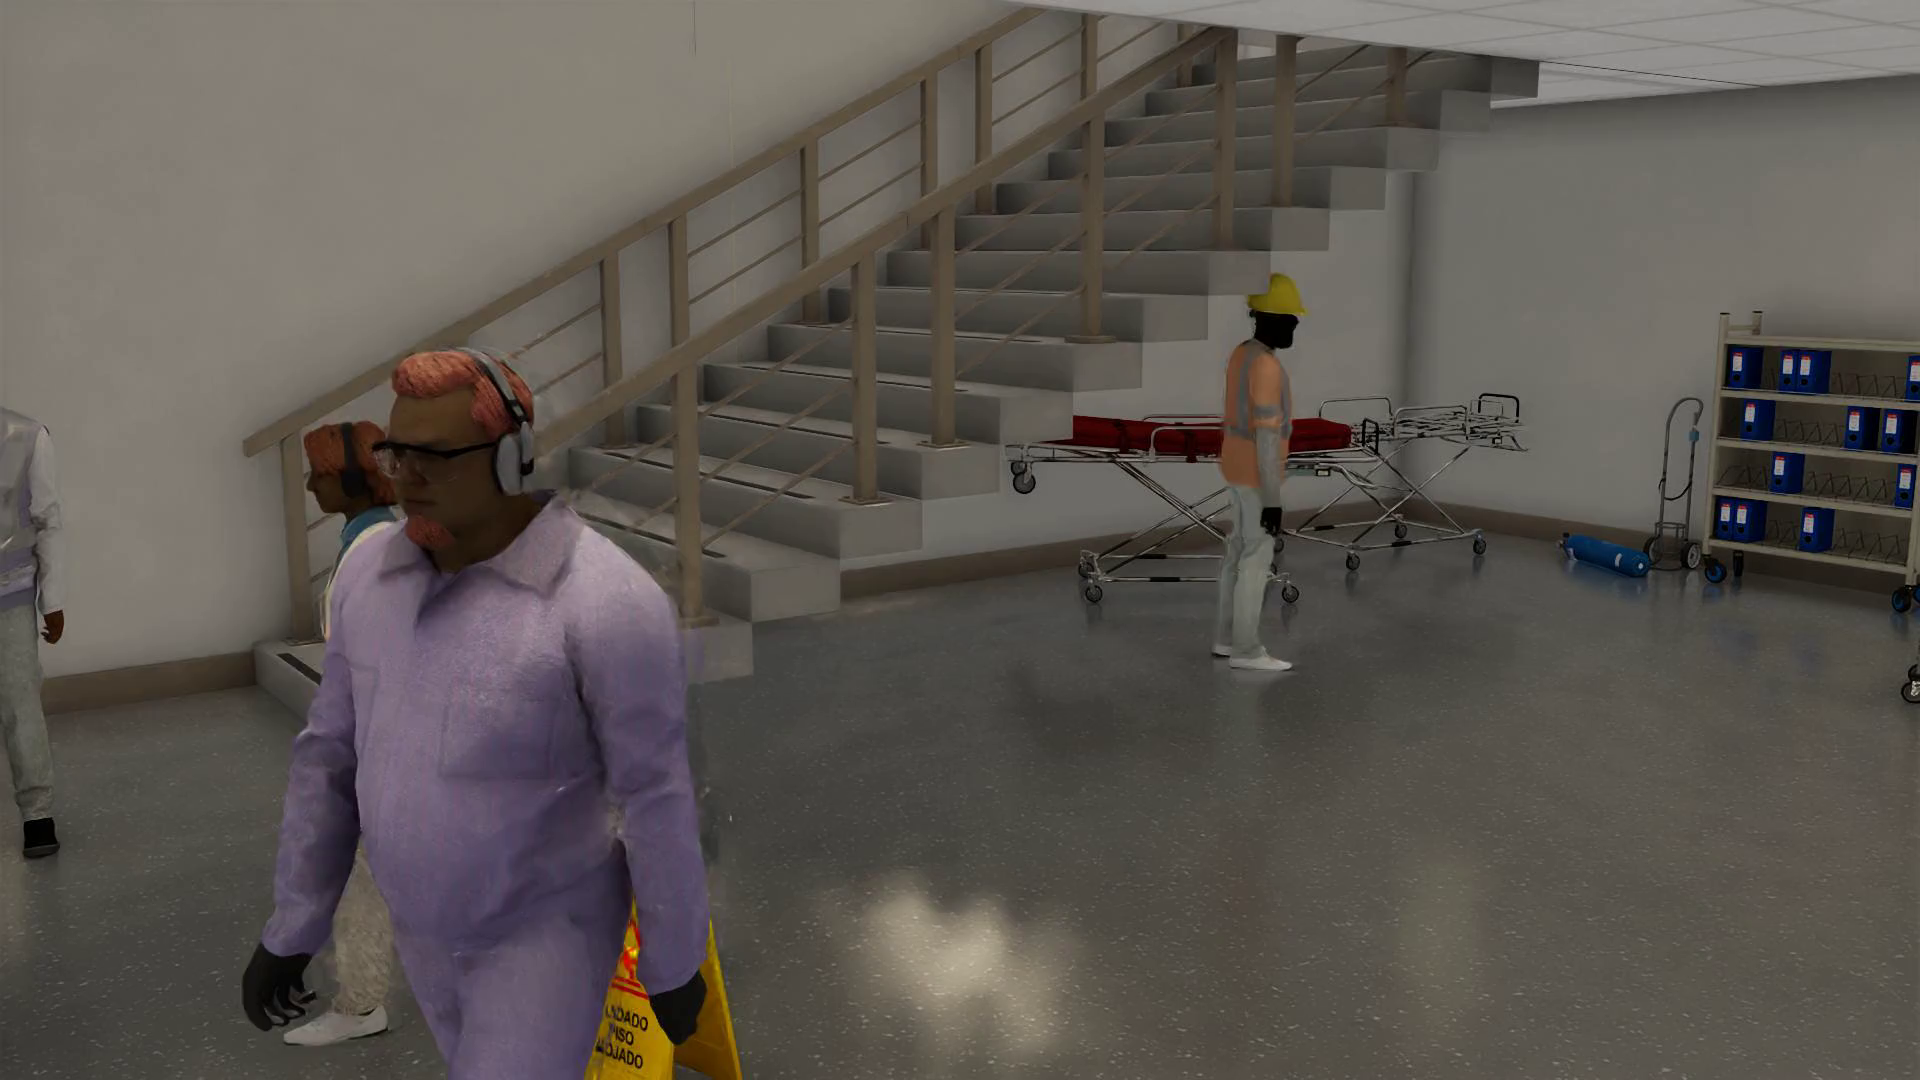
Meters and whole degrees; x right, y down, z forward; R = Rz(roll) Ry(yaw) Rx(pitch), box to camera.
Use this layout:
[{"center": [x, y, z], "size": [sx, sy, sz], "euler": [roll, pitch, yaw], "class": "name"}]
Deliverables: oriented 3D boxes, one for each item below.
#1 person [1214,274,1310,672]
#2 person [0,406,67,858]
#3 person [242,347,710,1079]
[{"center": [1.460, -0.315, 8.079], "size": [0.382, 1.914, 0.653], "euler": [0, 10, -2], "class": "person"}, {"center": [-3.258, 0.177, 5.466], "size": [0.585, 1.824, 0.405], "euler": [-4, 11, -23], "class": "person"}, {"center": [-0.804, 0.648, 2.598], "size": [0.657, 1.871, 0.897], "euler": [6, 12, 32], "class": "person"}]
